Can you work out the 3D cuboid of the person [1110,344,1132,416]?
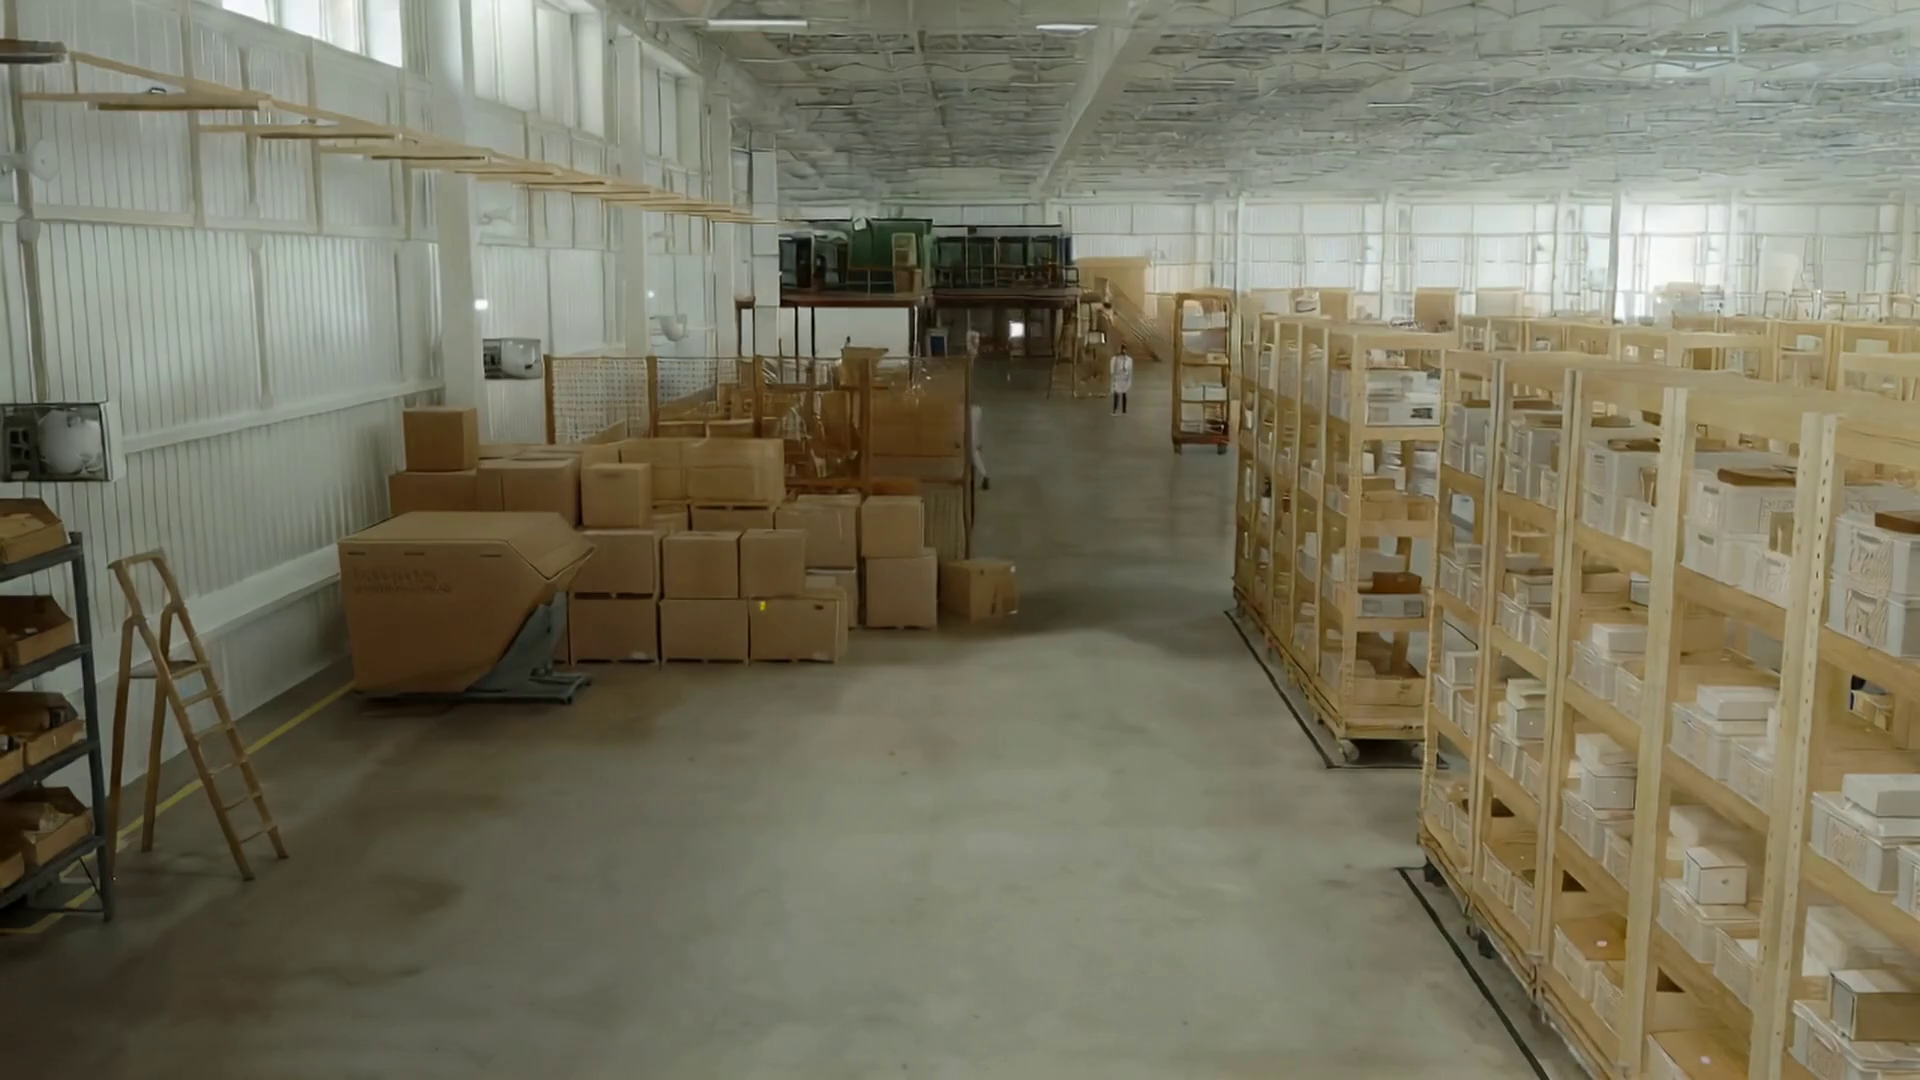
[{"bbox_3d":[4.557,-4.548,47.183,0.606,2.047,0.368,2,9,11],"label":"person"}]

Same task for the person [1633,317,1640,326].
[{"bbox_3d":[31.731,-9.494,78.070,0.612,1.924,0.386,0,9,2],"label":"person"}]

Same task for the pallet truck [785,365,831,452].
[{"bbox_3d":[-3.774,-2.976,37.635,1.885,1.965,0.823,1,9,5],"label":"pallet truck"}]

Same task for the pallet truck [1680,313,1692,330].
[{"bbox_3d":[36.315,-10.531,84.244,0.823,1.965,1.885,-6,11,-33],"label":"pallet truck"}]

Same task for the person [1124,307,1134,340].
[{"bbox_3d":[9.960,-12.747,98.062,0.614,1.947,0.389,-4,10,-23],"label":"person"}]

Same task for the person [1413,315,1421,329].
[{"bbox_3d":[22.753,-10.235,82.670,0.676,1.914,0.633,5,11,29],"label":"person"}]

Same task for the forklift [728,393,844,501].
[{"bbox_3d":[-2.979,-1.316,26.476,2.680,1.987,1.157,0,9,1],"label":"forklift"}]

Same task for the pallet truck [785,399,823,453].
[{"bbox_3d":[-3.814,-2.432,36.419,1.630,1.274,0.653,0,9,1],"label":"pallet truck"}]

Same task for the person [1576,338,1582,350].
[{"bbox_3d":[24.811,-7.810,67.321,0.688,2.000,0.537,2,9,13],"label":"person"}]

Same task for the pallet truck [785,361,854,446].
[{"bbox_3d":[-3.410,-3.193,38.978,1.885,1.965,0.823,0,9,-1],"label":"pallet truck"}]

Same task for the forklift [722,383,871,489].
[{"bbox_3d":[-2.893,-1.687,28.729,2.680,1.987,1.157,0,9,-1],"label":"forklift"}]

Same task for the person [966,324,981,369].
[{"bbox_3d":[0.554,-8.071,69.462,0.606,1.868,0.459,1,9,4],"label":"person"}]

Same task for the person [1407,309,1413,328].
[{"bbox_3d":[25.591,-12.176,94.645,0.395,1.918,0.591,6,11,31],"label":"person"}]

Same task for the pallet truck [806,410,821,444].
[{"bbox_3d":[-3.559,-2.018,33.905,1.522,1.261,0.704,0,9,-1],"label":"pallet truck"}]

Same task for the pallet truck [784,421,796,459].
[{"bbox_3d":[-4.013,-1.793,32.705,1.601,1.201,0.680,0,9,1],"label":"pallet truck"}]

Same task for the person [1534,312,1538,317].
[{"bbox_3d":[31.172,-11.403,90.097,0.621,1.845,0.429,-1,9,-7],"label":"person"}]

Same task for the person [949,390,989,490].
[{"bbox_3d":[0.174,-1.875,31.239,0.654,1.879,0.886,-7,12,-38],"label":"person"}]

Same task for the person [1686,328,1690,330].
[{"bbox_3d":[26.663,-6.785,61.150,0.385,1.993,0.612,-4,10,-25],"label":"person"}]

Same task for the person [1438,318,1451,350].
[{"bbox_3d":[22.058,-9.123,75.742,0.544,1.939,0.354,4,10,24],"label":"person"}]
